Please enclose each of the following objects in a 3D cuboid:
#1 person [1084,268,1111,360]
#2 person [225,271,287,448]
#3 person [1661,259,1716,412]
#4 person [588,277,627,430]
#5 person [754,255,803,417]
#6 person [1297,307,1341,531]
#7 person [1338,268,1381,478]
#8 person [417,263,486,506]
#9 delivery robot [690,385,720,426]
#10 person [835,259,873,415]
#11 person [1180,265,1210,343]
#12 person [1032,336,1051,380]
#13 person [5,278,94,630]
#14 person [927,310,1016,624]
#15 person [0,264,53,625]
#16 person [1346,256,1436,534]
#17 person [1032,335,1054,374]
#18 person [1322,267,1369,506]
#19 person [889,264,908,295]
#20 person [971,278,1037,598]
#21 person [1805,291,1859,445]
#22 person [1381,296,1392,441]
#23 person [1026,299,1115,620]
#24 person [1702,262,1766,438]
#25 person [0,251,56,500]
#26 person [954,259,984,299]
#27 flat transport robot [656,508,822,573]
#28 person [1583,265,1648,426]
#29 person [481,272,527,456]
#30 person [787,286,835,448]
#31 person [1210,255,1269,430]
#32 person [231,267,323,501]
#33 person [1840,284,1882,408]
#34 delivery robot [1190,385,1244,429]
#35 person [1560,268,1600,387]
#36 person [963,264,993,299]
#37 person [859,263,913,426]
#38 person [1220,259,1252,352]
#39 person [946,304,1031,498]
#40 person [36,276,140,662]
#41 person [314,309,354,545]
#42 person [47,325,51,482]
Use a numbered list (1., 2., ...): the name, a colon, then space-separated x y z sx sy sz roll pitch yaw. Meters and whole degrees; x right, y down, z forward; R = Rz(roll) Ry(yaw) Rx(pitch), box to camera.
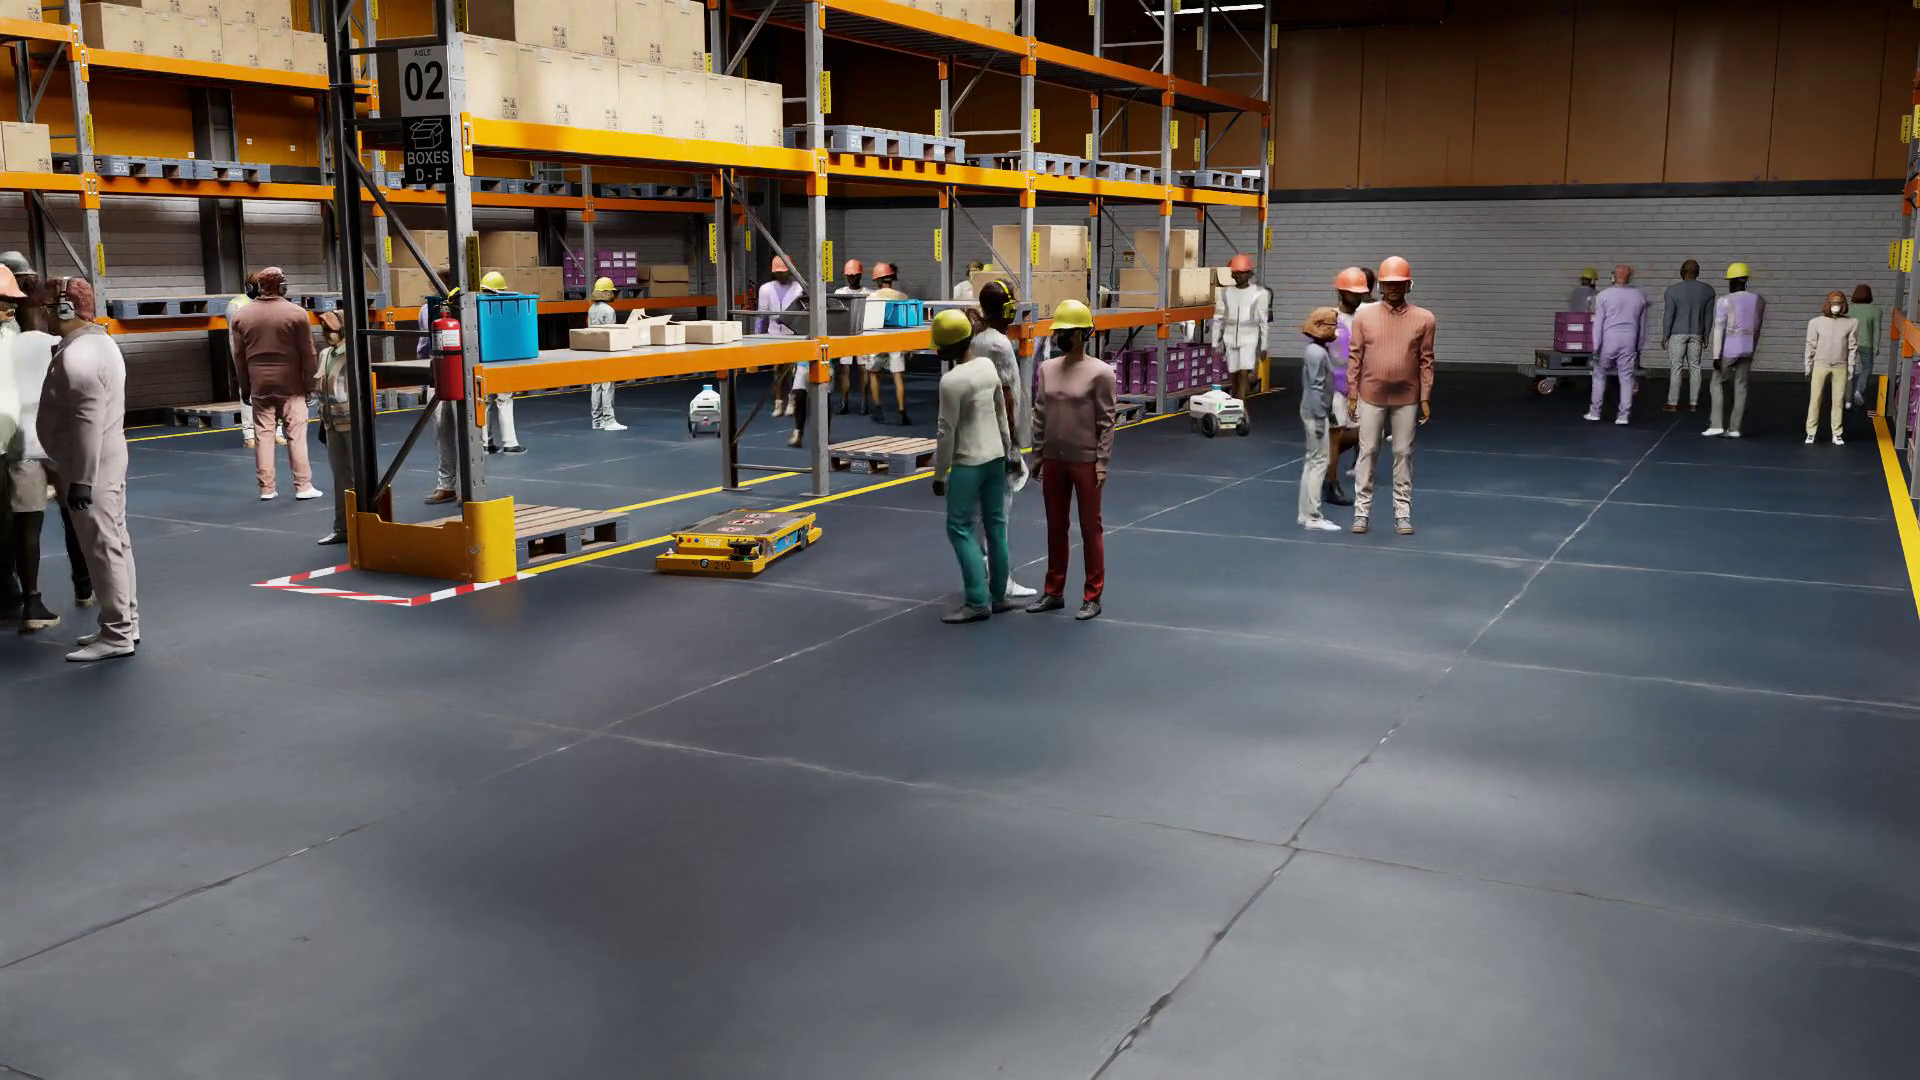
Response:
1. person: 1.781 -2.838 22.924 0.621 1.835 0.430 -1 10 -4
2. person: -7.288 -1.873 17.336 0.428 1.837 0.625 7 12 37
3. person: 9.253 -2.594 21.196 0.630 1.938 0.372 0 10 1
4. person: -4.060 -2.134 19.088 0.306 1.743 0.494 -9 14 -43
5. person: -2.180 -2.493 20.391 0.681 2.008 0.538 2 10 10
6. person: 2.651 -0.887 12.194 0.320 1.630 0.513 2 10 11
7. person: 3.597 -1.457 14.738 0.625 1.895 0.615 -2 10 -12
8. person: -4.060 -1.236 13.327 0.635 1.937 0.352 4 10 20
9. delivery robot: -2.798 -1.484 18.490 0.477 0.478 0.707 -1 10 -3
10. person: -1.312 -2.517 20.741 0.544 1.939 0.372 1 10 8
11. person: 3.694 -3.423 26.173 0.584 1.878 0.371 -6 11 -31
12. person: 1.304 -3.459 26.503 0.601 1.830 0.404 8 13 40
13. person: -5.042 -0.489 9.176 0.653 1.883 1.039 -4 10 -19
14. person: 0.092 -0.418 9.230 0.329 1.719 0.666 7 12 36
15. person: -5.295 -0.511 9.025 0.593 1.977 0.632 0 10 0
16. person: 3.096 -1.034 11.992 0.612 1.995 0.382 2 10 11
17. person: 1.125 -2.859 23.394 0.884 1.715 0.538 -6 12 -32
18. person: 3.058 -1.238 13.416 0.585 1.911 0.635 -4 11 -24
19. person: -1.208 -4.305 31.485 0.561 1.812 1.003 1 10 5
20. person: 0.236 -0.596 9.809 0.328 1.877 0.513 -4 11 -21
21. person: 9.195 -1.815 17.586 0.492 1.626 0.284 3 10 18
22. person: 4.639 -1.914 17.952 0.318 1.697 0.535 -6 12 -32
23. person: 0.616 -0.443 9.233 0.525 1.769 0.308 8 12 37
24. person: 8.462 -2.063 18.176 0.609 1.916 0.459 -1 10 -8
25. person: -7.678 -1.347 13.673 0.537 2.000 0.682 -5 11 -29
26. person: 0.170 -2.619 21.338 0.635 1.935 0.349 -7 12 -35
27. flat transport robot: -1.443 -0.013 11.067 0.652 0.197 1.431 2 10 12
28. person: 7.756 -2.307 19.709 0.675 1.872 0.847 0 10 -1
29. person: -4.647 -1.760 16.661 0.590 1.835 0.404 4 11 24
30. person: -1.545 -1.770 17.164 0.558 1.664 0.756 3 10 18
31. person: 3.199 -2.266 19.138 0.620 1.984 1.072 5 11 26
32. person: -5.574 -1.270 13.618 0.644 1.907 0.399 0 10 0
33. person: 11.703 -2.519 21.664 0.514 1.618 0.335 7 12 36
34. delivery robot: 2.848 -1.482 18.481 0.477 0.478 0.707 -4 10 -20
35. person: 9.398 -3.186 25.014 0.762 1.806 0.608 -5 11 -25
36. person: 0.286 -2.521 20.916 0.643 1.884 0.597 3 10 15
37. person: -0.870 -2.303 19.608 0.649 1.889 0.710 -2 10 -13
38. person: 4.306 -3.438 26.097 0.550 1.928 0.378 4 11 21
39. person: 0.244 -1.169 13.901 0.814 1.607 0.522 -9 13 -43
40. person: -4.368 -0.353 8.306 0.402 1.906 0.652 -3 10 -18
41. person: -4.225 -0.761 11.441 0.513 1.639 0.311 6 12 32
42. person: -8.292 -1.454 14.729 0.964 1.899 0.548 10 14 44
